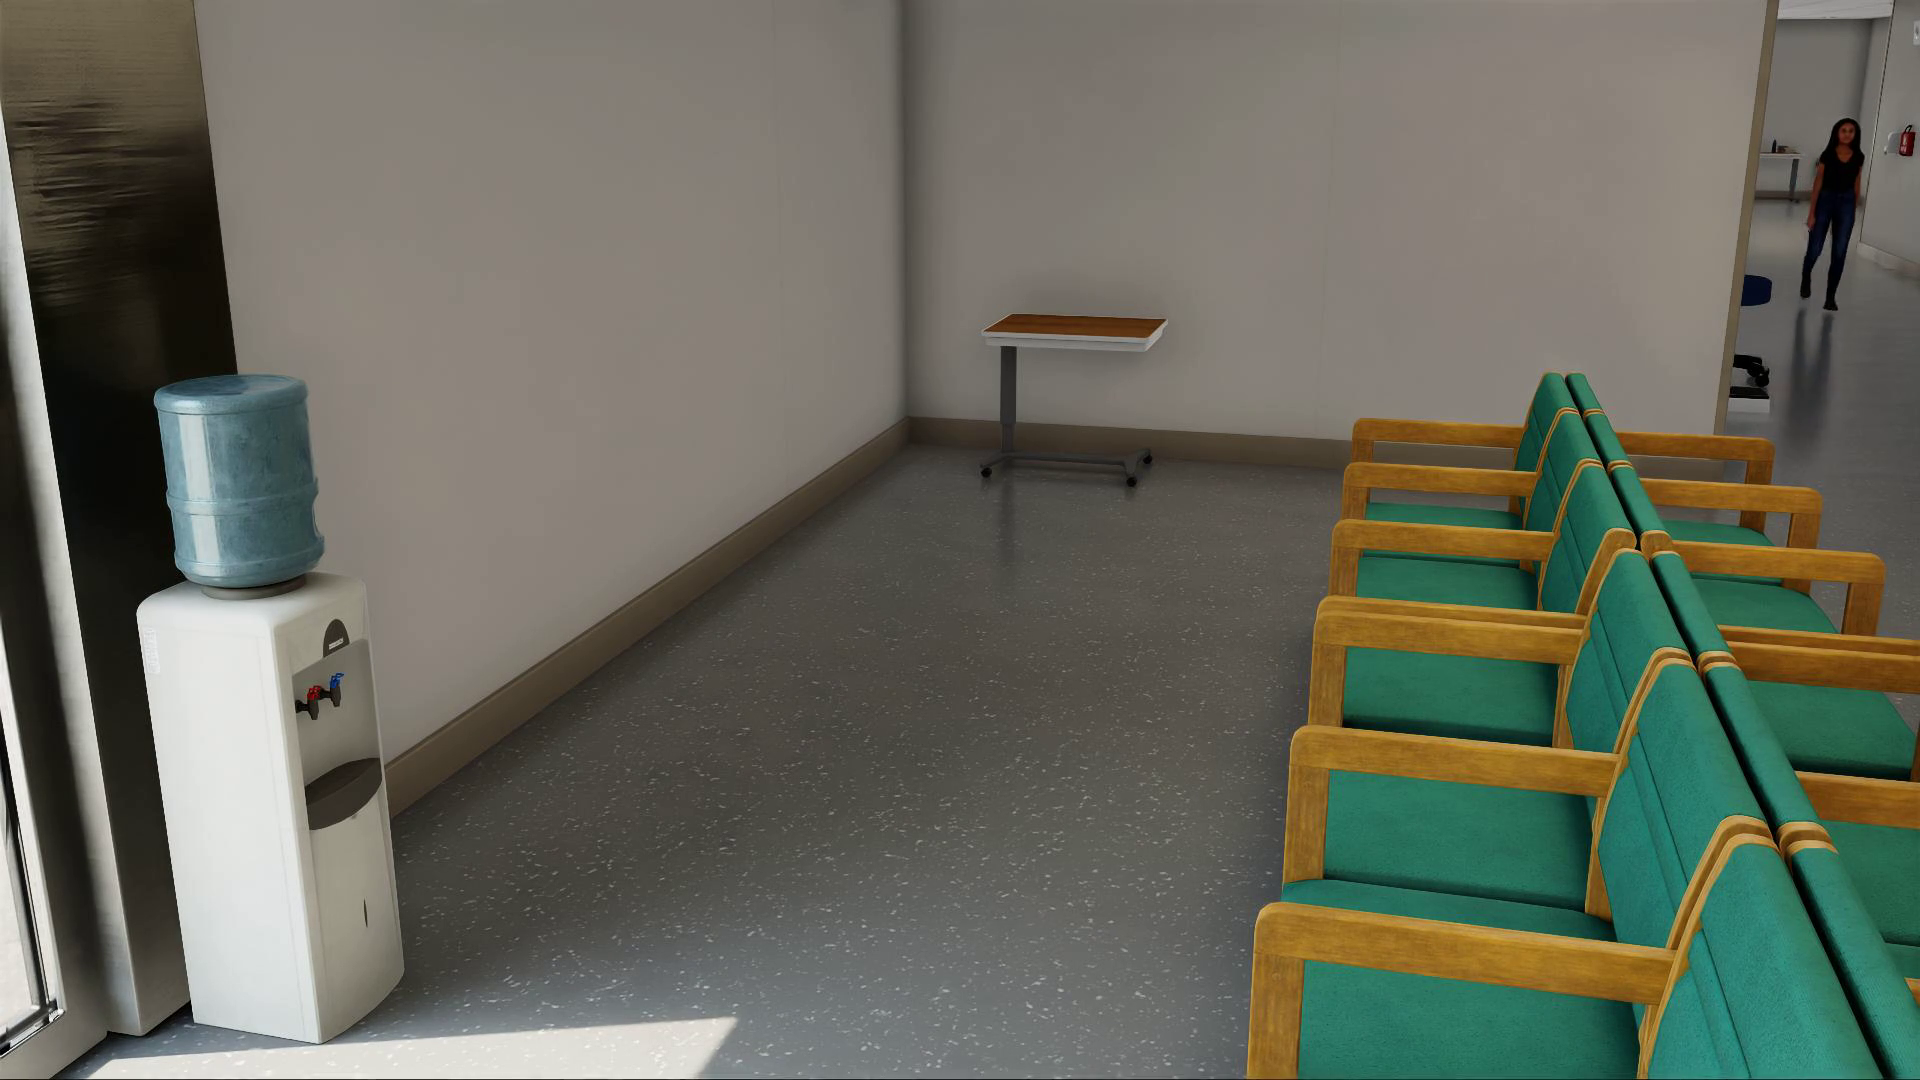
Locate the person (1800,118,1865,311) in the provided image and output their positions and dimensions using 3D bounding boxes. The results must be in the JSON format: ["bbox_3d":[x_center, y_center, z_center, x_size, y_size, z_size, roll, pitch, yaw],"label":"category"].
[{"bbox_3d":[8.047,-3.002,15.387,1.072,1.709,0.645,4,16,13],"label":"person"}]
